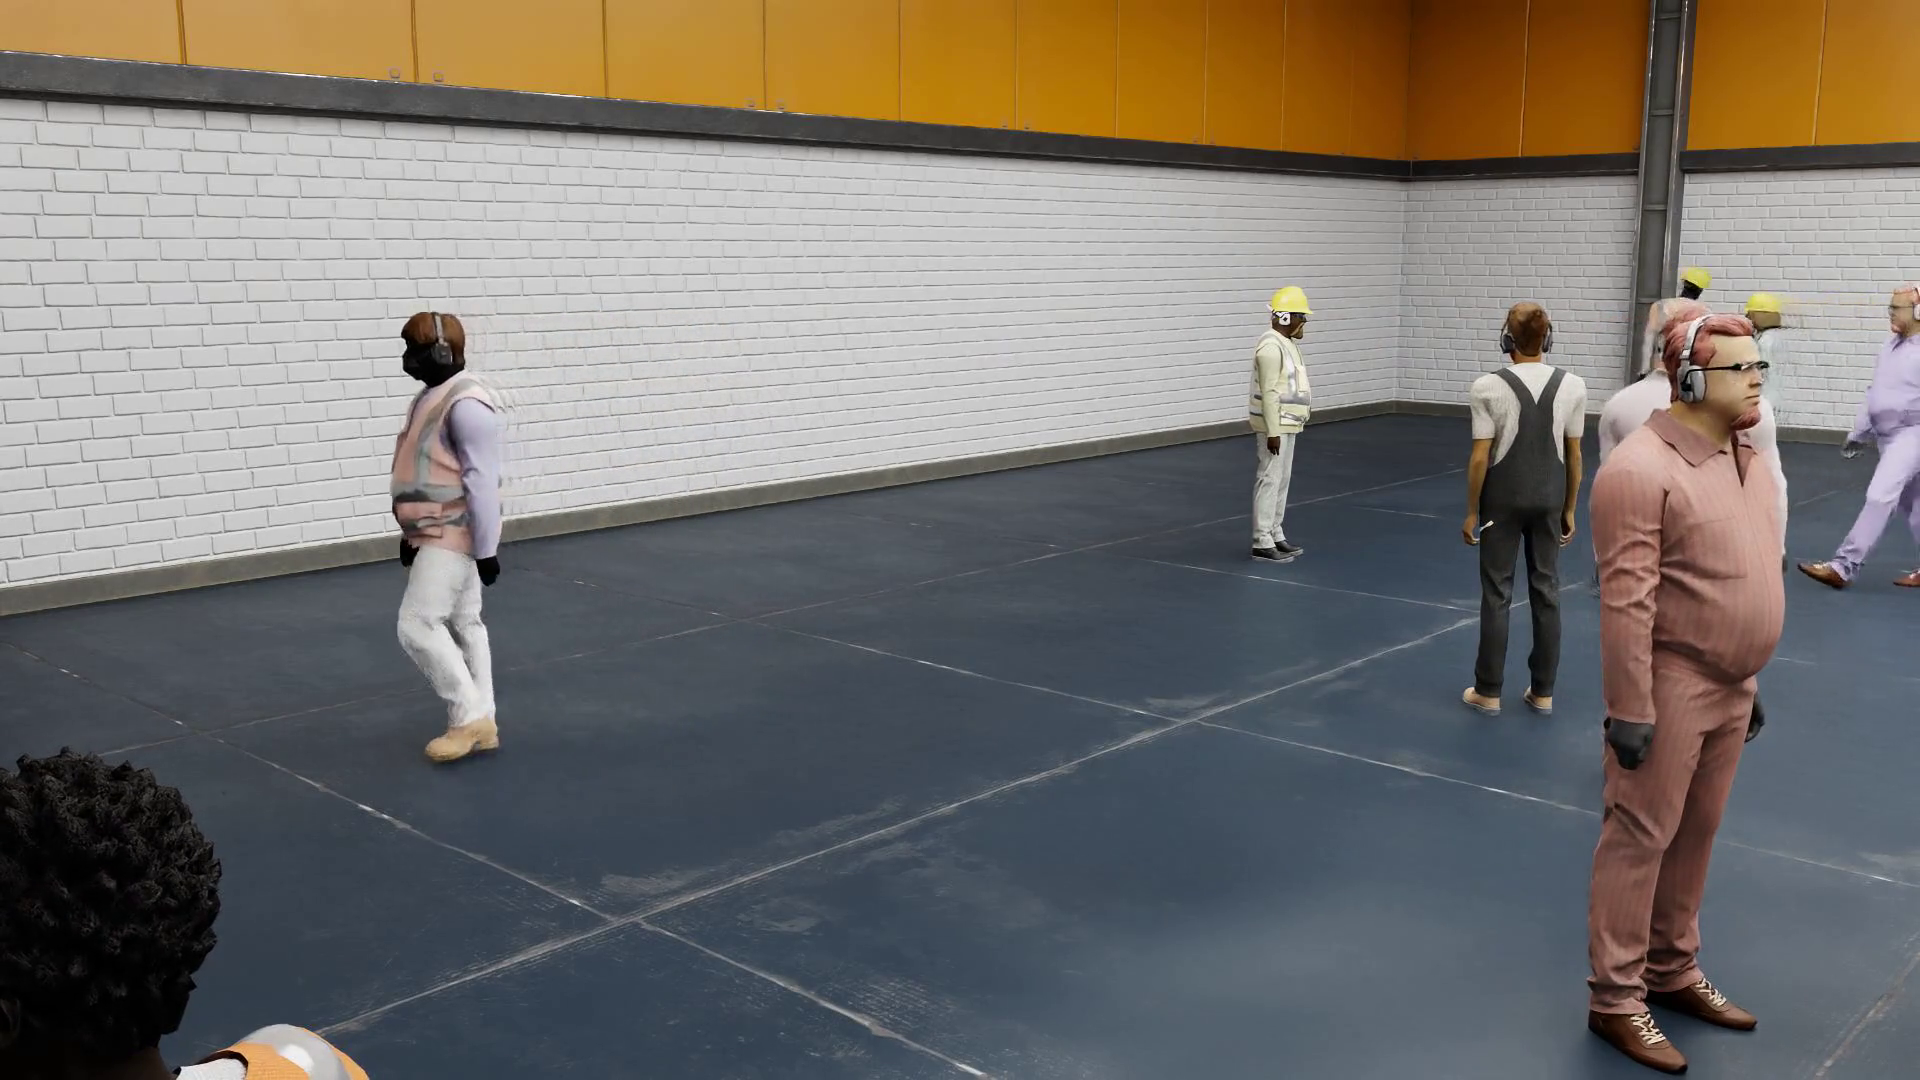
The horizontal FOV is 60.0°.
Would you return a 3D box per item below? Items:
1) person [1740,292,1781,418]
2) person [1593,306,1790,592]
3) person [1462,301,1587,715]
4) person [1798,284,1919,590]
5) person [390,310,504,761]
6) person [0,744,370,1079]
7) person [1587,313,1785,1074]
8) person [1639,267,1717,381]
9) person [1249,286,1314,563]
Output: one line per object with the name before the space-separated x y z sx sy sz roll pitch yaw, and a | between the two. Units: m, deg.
person | 6.185 -1.051 12.928 0.381 1.733 0.482 5 11 28
person | 2.829 0.029 6.471 0.652 1.862 0.976 10 14 44
person | 2.485 -0.131 7.386 0.508 1.845 0.345 0 10 0
person | 5.619 -0.606 10.060 1.012 1.853 0.654 1 10 4
person | -2.090 -0.006 6.723 0.470 1.824 0.638 -5 11 -25
person | -0.659 0.998 1.396 0.320 1.694 0.531 3 10 16
person | 1.885 0.380 4.288 0.642 1.913 0.408 -8 13 -38
person | 6.783 -1.605 15.712 0.636 1.887 0.386 3 11 19
person | 2.133 -0.767 11.078 0.403 1.825 0.596 4 11 23
